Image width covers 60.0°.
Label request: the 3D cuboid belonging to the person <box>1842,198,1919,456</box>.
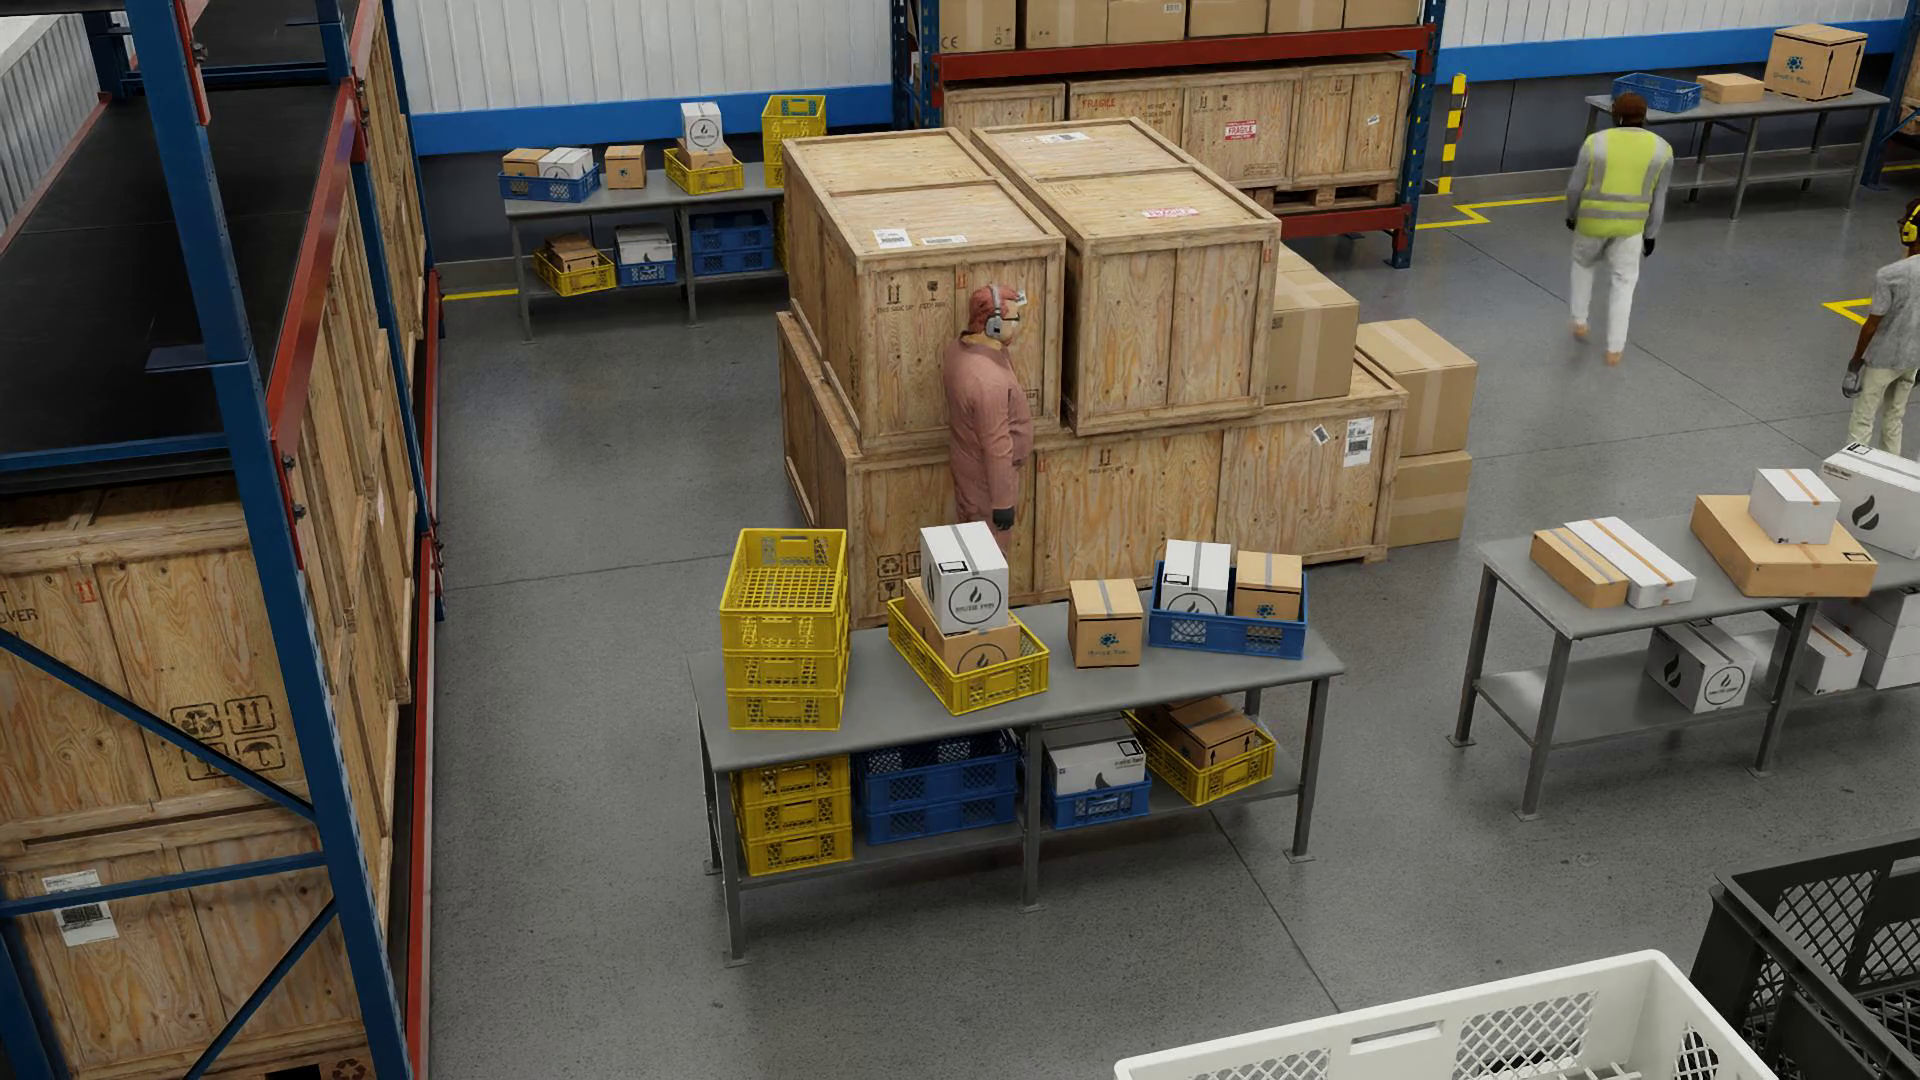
[{"bbox_3d":[5.156,-0.977,9.237,0.503,1.857,0.328,-5,29,-10],"label":"person"}]

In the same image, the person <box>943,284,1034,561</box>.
[{"bbox_3d":[0.147,-0.312,7.974,0.408,1.907,0.638,-8,30,-14],"label":"person"}]

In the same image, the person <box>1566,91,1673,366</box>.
[{"bbox_3d":[4.481,-2.166,11.471,0.641,1.780,0.832,5,29,9],"label":"person"}]
